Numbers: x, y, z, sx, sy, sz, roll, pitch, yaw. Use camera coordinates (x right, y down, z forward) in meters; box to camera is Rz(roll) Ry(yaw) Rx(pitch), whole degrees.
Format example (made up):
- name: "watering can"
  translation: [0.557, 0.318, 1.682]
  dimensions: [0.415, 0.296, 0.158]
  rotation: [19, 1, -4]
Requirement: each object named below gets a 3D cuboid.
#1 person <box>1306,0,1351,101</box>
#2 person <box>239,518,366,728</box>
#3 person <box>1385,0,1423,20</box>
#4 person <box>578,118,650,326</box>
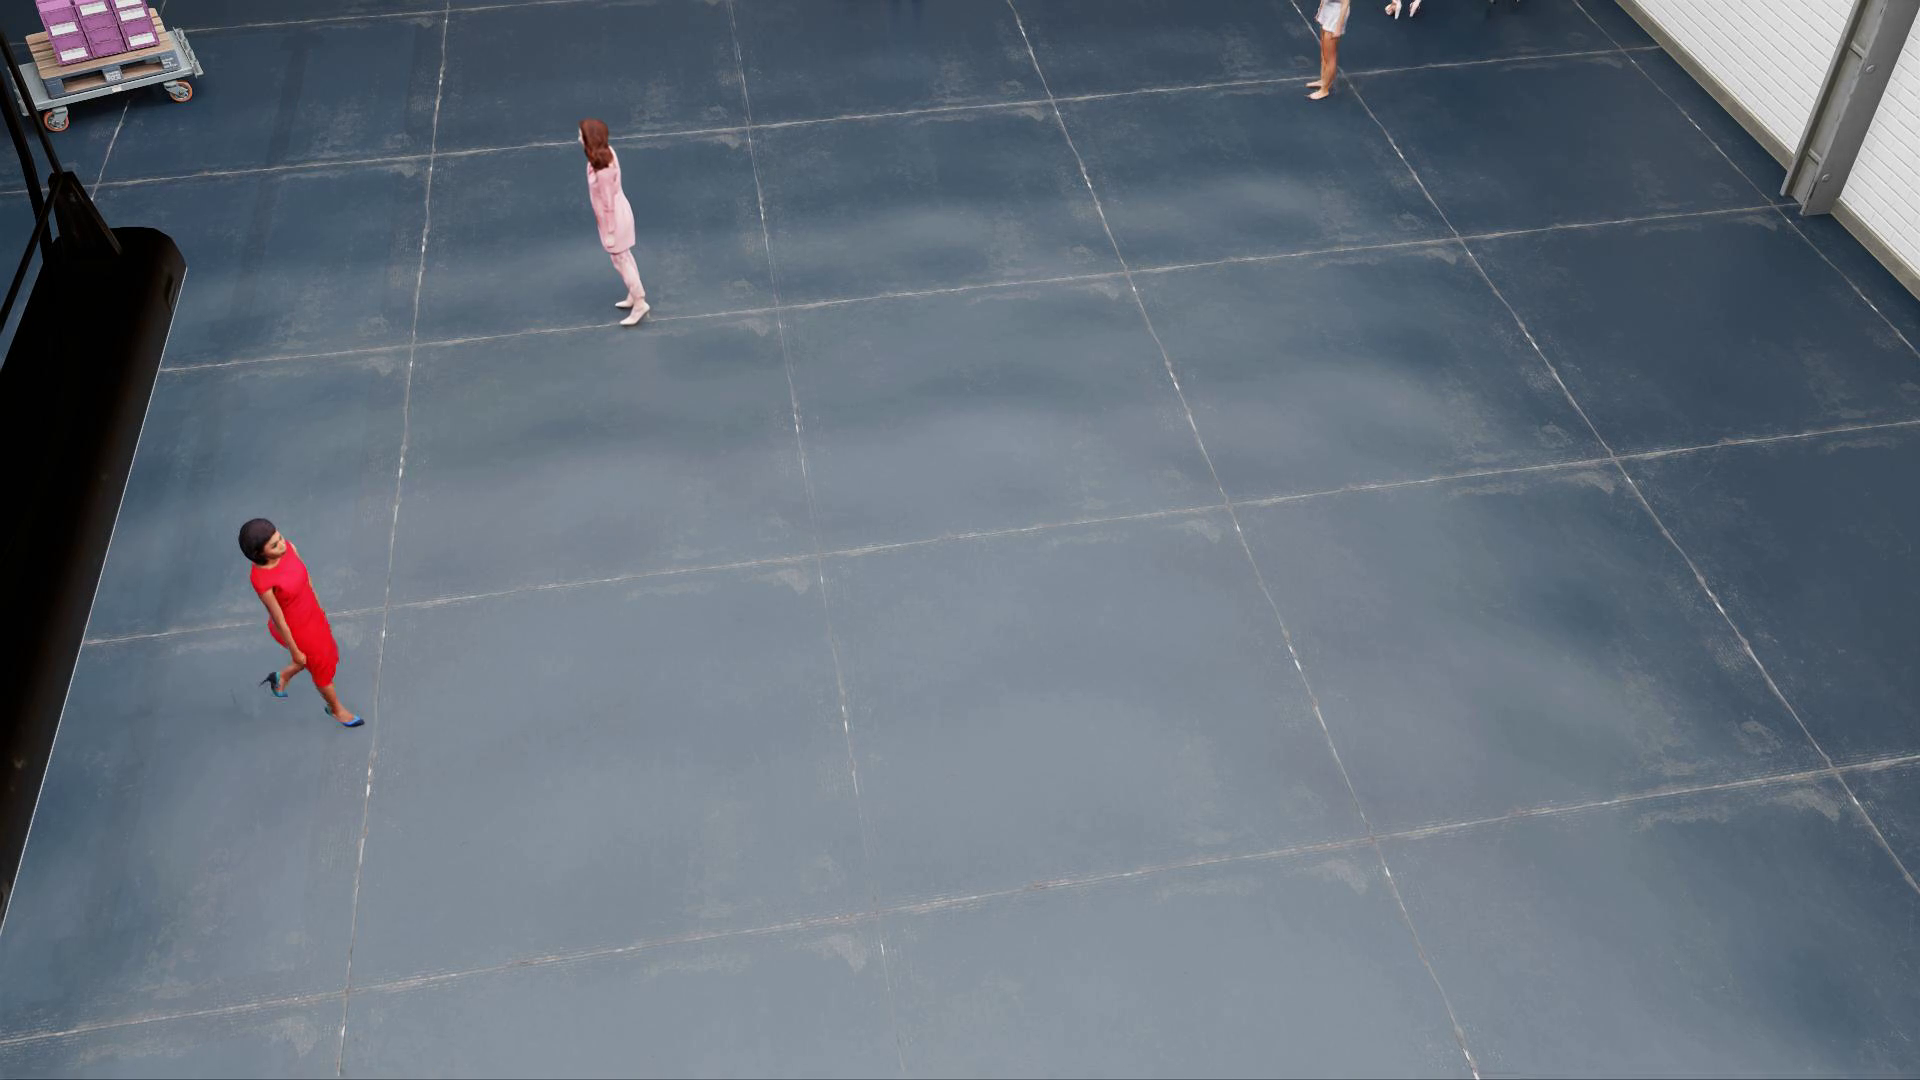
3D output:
- name: "person"
  translation: [3.605, -5.028, 15.924]
  dimensions: [0.641, 1.613, 0.524]
  rotation: [-8, 44, -9]
- name: "person"
  translation: [-4.046, 0.518, 10.019]
  dimensions: [0.771, 1.727, 0.838]
  rotation: [4, 44, 4]
- name: "person"
  translation: [4.697, -6.242, 17.071]
  dimensions: [0.564, 1.789, 0.533]
  rotation: [-5, 44, -6]
- name: "person"
  translation: [-2.723, -2.525, 13.165]
  dimensions: [0.671, 1.794, 0.494]
  rotation: [-9, 44, -9]
